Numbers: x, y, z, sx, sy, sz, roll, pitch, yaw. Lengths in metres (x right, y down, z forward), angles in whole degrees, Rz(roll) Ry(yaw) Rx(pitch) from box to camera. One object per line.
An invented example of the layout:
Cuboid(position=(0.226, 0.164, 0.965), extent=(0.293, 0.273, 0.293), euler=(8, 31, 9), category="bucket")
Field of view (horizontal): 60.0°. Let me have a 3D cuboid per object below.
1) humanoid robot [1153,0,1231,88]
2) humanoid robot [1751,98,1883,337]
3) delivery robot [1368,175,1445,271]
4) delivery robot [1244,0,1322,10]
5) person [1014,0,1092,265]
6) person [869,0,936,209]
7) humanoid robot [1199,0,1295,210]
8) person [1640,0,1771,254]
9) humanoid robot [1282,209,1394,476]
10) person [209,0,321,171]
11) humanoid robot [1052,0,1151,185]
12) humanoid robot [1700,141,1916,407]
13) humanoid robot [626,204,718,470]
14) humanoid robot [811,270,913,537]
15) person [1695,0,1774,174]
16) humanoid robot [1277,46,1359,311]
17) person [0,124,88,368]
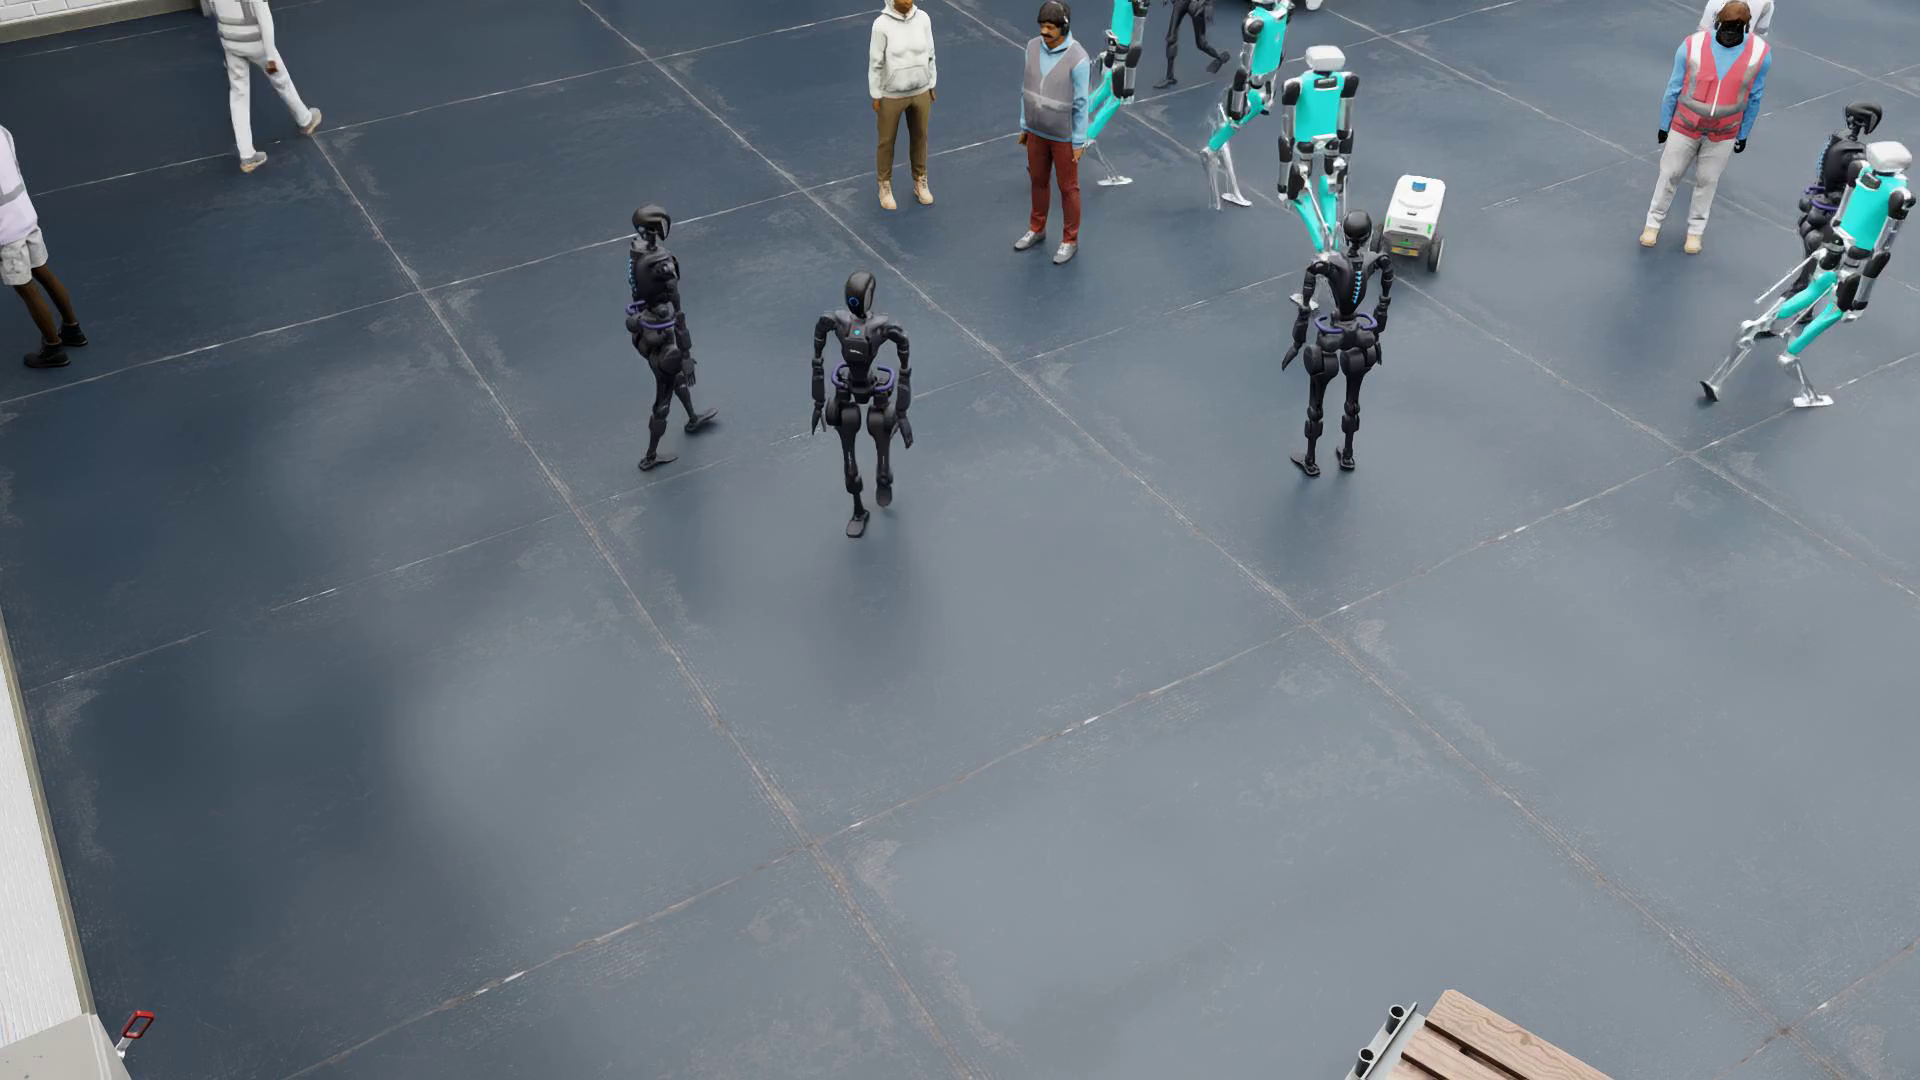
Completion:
Cuboid(position=(2.015, -4.666, 14.091), extent=(0.756, 1.614, 0.616), euler=(-25, 45, -28), category="humanoid robot")
Cuboid(position=(5.625, -2.070, 10.784), extent=(0.609, 1.637, 0.610), euler=(5, 39, 6), category="humanoid robot")
Cuboid(position=(3.267, -2.325, 11.992), extent=(0.499, 0.590, 0.793), euler=(13, 40, 15), category="delivery robot")
Cuboid(position=(3.032, -5.297, 15.750), extent=(0.775, 0.601, 0.499), euler=(-8, 39, -10), category="delivery robot")
Cuboid(position=(0.666, -2.858, 11.610), extent=(0.539, 1.872, 0.414), euler=(26, 45, 29), category="person")
Cuboid(position=(-0.434, -3.302, 12.260), extent=(0.519, 1.759, 0.375), euler=(-14, 41, -17), category="person")
Cuboid(position=(2.015, -3.235, 12.238), extent=(0.661, 1.852, 0.538), euler=(29, 47, 31), category="humanoid robot")
Cuboid(position=(5.229, -2.895, 11.692), extent=(0.628, 1.835, 0.431), euler=(12, 40, 15), category="person")
Cuboid(position=(2.175, -1.132, 9.576), extent=(0.599, 1.655, 0.315), euler=(-6, 39, -8), category="humanoid robot")
Cuboid(position=(-5.518, -3.877, 12.941), extent=(0.572, 1.822, 1.037), euler=(6, 39, 8), category="person")
Cuboid(position=(0.936, -3.428, 12.479), extent=(0.893, 1.814, 0.552), euler=(-8, 39, -10), category="humanoid robot")
Cuboid(position=(5.056, -1.532, 10.072), extent=(0.940, 1.789, 0.547), euler=(-5, 39, -6), category="humanoid robot")
Cuboid(position=(-1.696, -1.212, 9.700), extent=(0.656, 1.634, 0.614), euler=(-25, 45, -28), category="humanoid robot")
Cuboid(position=(-0.532, -0.767, 9.123), extent=(0.585, 1.639, 0.412), euler=(6, 39, 7), category="humanoid robot")
Cuboid(position=(5.879, -3.663, 12.793), extent=(0.537, 1.658, 0.847), euler=(-4, 39, -5), category="person")
Cuboid(position=(2.414, -2.267, 11.027), extent=(0.533, 1.845, 0.764), euler=(-11, 40, -14), category="humanoid robot")
Cuboid(position=(-6.024, -1.988, 10.473), extent=(0.403, 1.929, 0.537), euler=(-1, 38, -1), category="person")
